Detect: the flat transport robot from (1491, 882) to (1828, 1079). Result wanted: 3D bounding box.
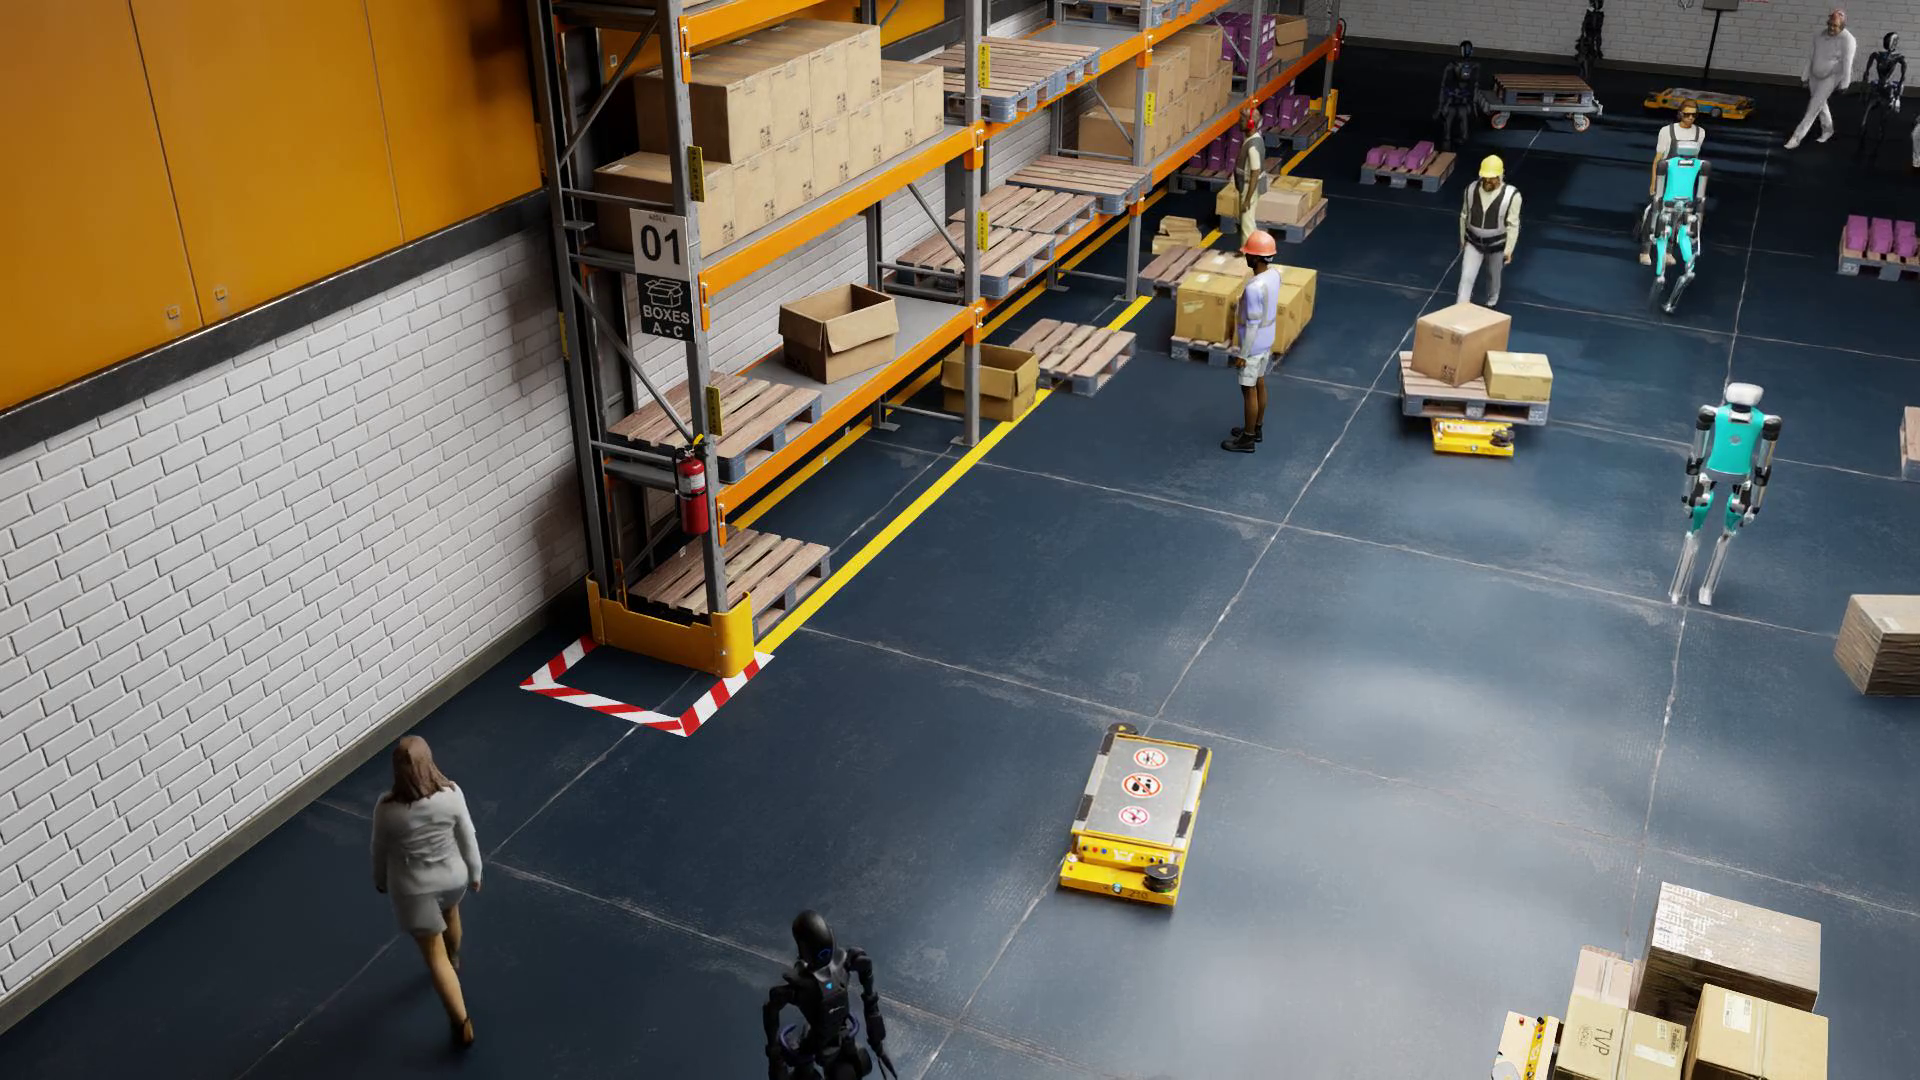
[{"bbox_3d":[3.262,2.645,7.824,1.431,0.231,0.659,13,31,22],"label":"flat transport robot"}]

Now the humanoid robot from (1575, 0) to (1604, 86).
[{"bbox_3d":[9.361,-7.227,24.642,0.616,1.654,0.402,-23,36,-36],"label":"humanoid robot"}]

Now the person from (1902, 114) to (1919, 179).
[{"bbox_3d":[12.569,-5.527,21.360,0.519,1.812,0.500,-6,29,-12],"label":"person"}]

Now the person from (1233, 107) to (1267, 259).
[{"bbox_3d":[3.137,-3.773,18.062,0.391,1.845,0.562,3,28,5],"label":"person"}]

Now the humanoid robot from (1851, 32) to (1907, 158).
[{"bbox_3d":[12.344,-5.952,22.288,0.461,1.642,0.604,-19,34,-31],"label":"humanoid robot"}]

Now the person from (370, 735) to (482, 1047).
[{"bbox_3d":[-2.592,1.684,8.177,0.485,1.616,0.863,-18,33,-30],"label":"person"}]

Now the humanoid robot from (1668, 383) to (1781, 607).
[{"bbox_3d":[5.403,-0.340,11.814,0.536,1.793,0.679,12,31,21],"label":"humanoid robot"}]

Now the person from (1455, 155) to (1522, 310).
[{"bbox_3d":[5.313,-3.018,16.755,0.623,1.777,0.914,15,32,26],"label":"person"}]

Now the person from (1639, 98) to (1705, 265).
[{"bbox_3d":[7.895,-3.959,18.410,0.504,1.846,0.346,-1,28,-2],"label":"person"}]

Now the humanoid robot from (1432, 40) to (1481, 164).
[{"bbox_3d":[6.526,-5.738,21.882,0.612,1.642,0.368,-5,29,-9],"label":"humanoid robot"}]

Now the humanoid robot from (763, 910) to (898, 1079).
[{"bbox_3d":[-0.555,2.241,7.089,0.583,1.652,0.360,-19,34,-31],"label":"humanoid robot"}]

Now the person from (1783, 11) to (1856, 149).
[{"bbox_3d":[11.853,-6.309,22.772,0.973,1.847,0.660,-10,30,-18],"label":"person"}]

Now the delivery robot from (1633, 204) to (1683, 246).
[{"bbox_3d":[8.238,-3.793,19.452,0.499,0.587,0.789,17,33,29],"label":"delivery robot"}]

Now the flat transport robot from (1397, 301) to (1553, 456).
[{"bbox_3d":[4.530,-1.142,14.845,0.659,0.231,1.431,5,29,9],"label":"flat transport robot"}]

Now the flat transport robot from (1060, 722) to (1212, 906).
[{"bbox_3d":[1.060,1.583,9.793,0.659,0.231,1.431,8,29,14],"label":"flat transport robot"}]

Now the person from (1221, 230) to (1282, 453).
[{"bbox_3d":[2.473,-1.672,14.073,0.353,1.938,0.542,14,31,24],"label":"person"}]

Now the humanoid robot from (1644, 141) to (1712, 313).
[{"bbox_3d":[7.322,-3.080,16.974,0.540,1.839,0.787,4,29,7],"label":"humanoid robot"}]

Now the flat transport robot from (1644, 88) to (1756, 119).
[{"bbox_3d":[11.048,-6.523,24.823,1.431,0.231,0.659,19,34,32],"label":"flat transport robot"}]
